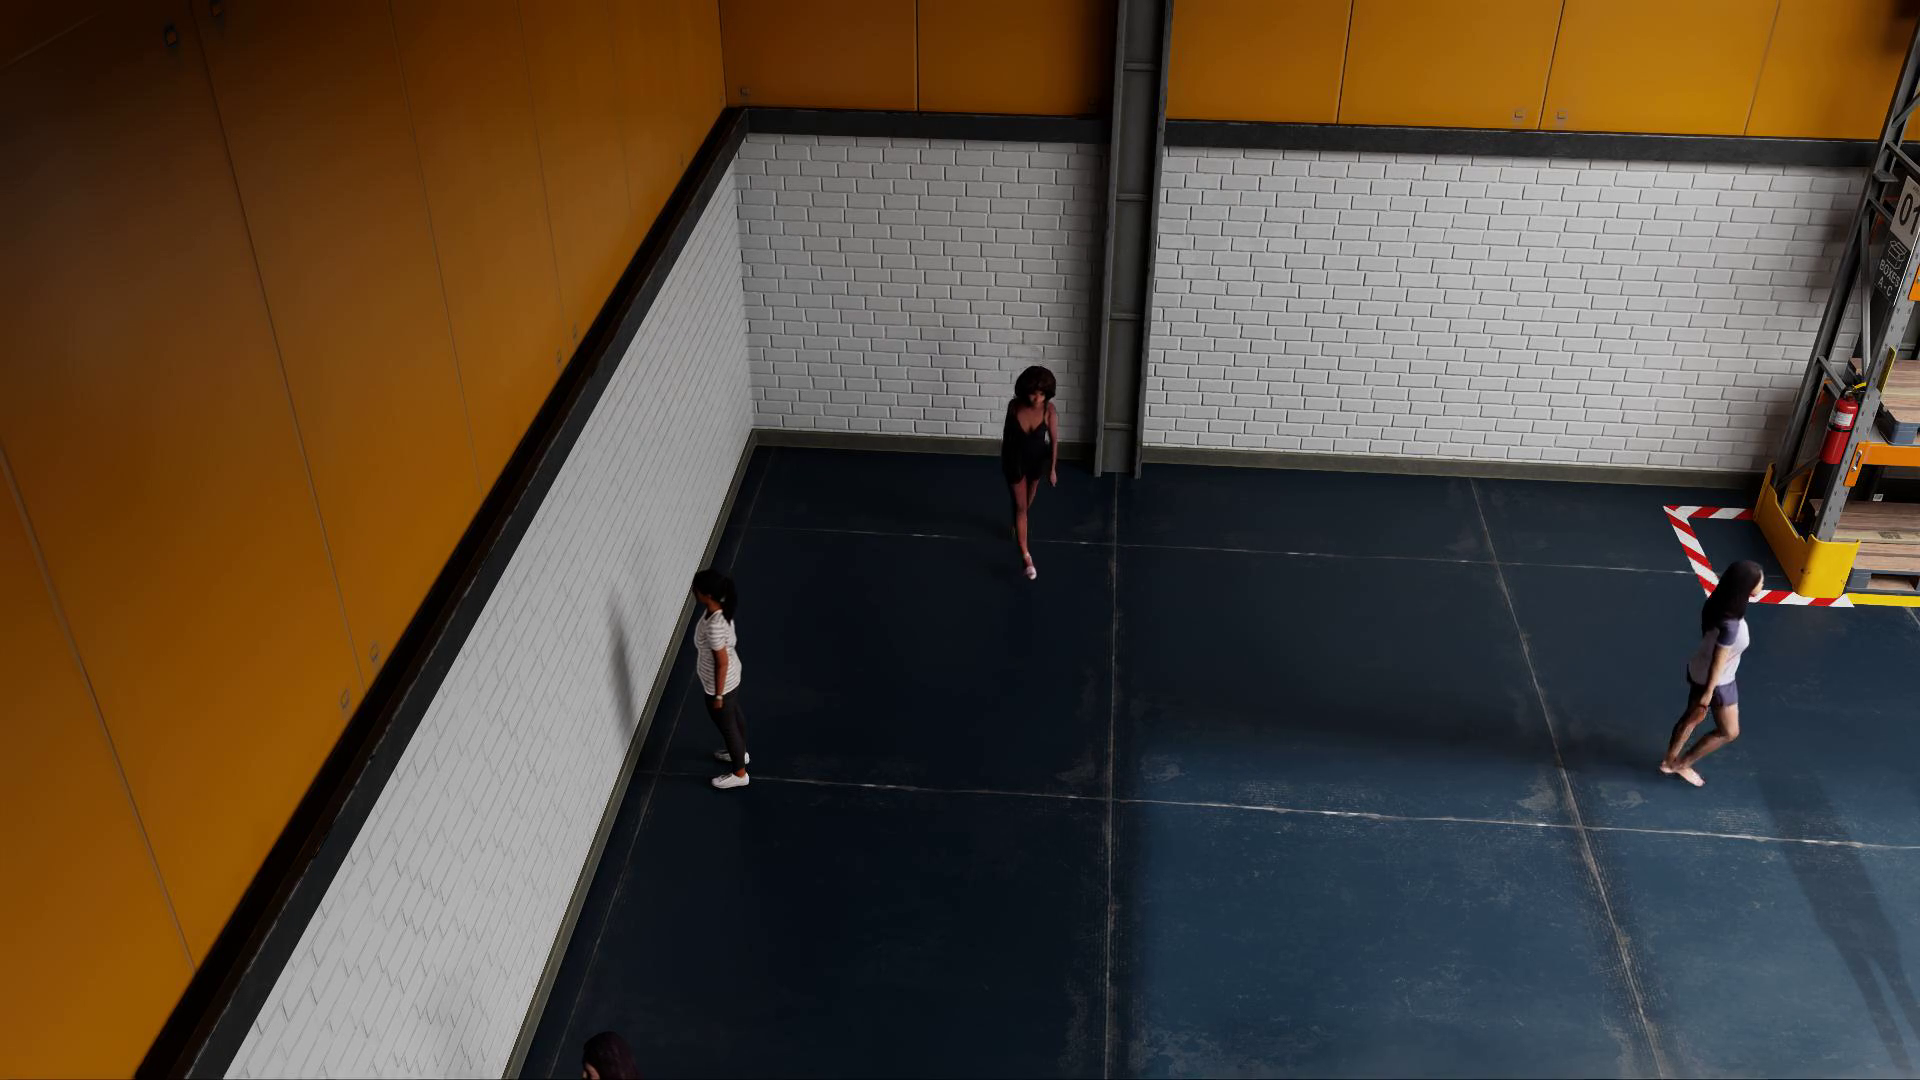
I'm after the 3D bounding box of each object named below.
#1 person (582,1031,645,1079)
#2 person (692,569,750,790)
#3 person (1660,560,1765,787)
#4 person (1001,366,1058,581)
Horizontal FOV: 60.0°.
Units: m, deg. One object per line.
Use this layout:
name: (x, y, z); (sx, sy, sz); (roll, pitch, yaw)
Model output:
person: (-1.497, 2.837, 7.521); (0.712, 1.746, 0.657); (-24, 40, -31)
person: (-1.510, 0.868, 10.577); (0.546, 1.643, 0.590); (-1, 34, -1)
person: (4.696, 0.844, 10.563); (0.653, 1.700, 0.647); (8, 35, 12)
person: (0.487, -0.615, 12.747); (1.104, 1.711, 0.737); (0, 34, 0)
